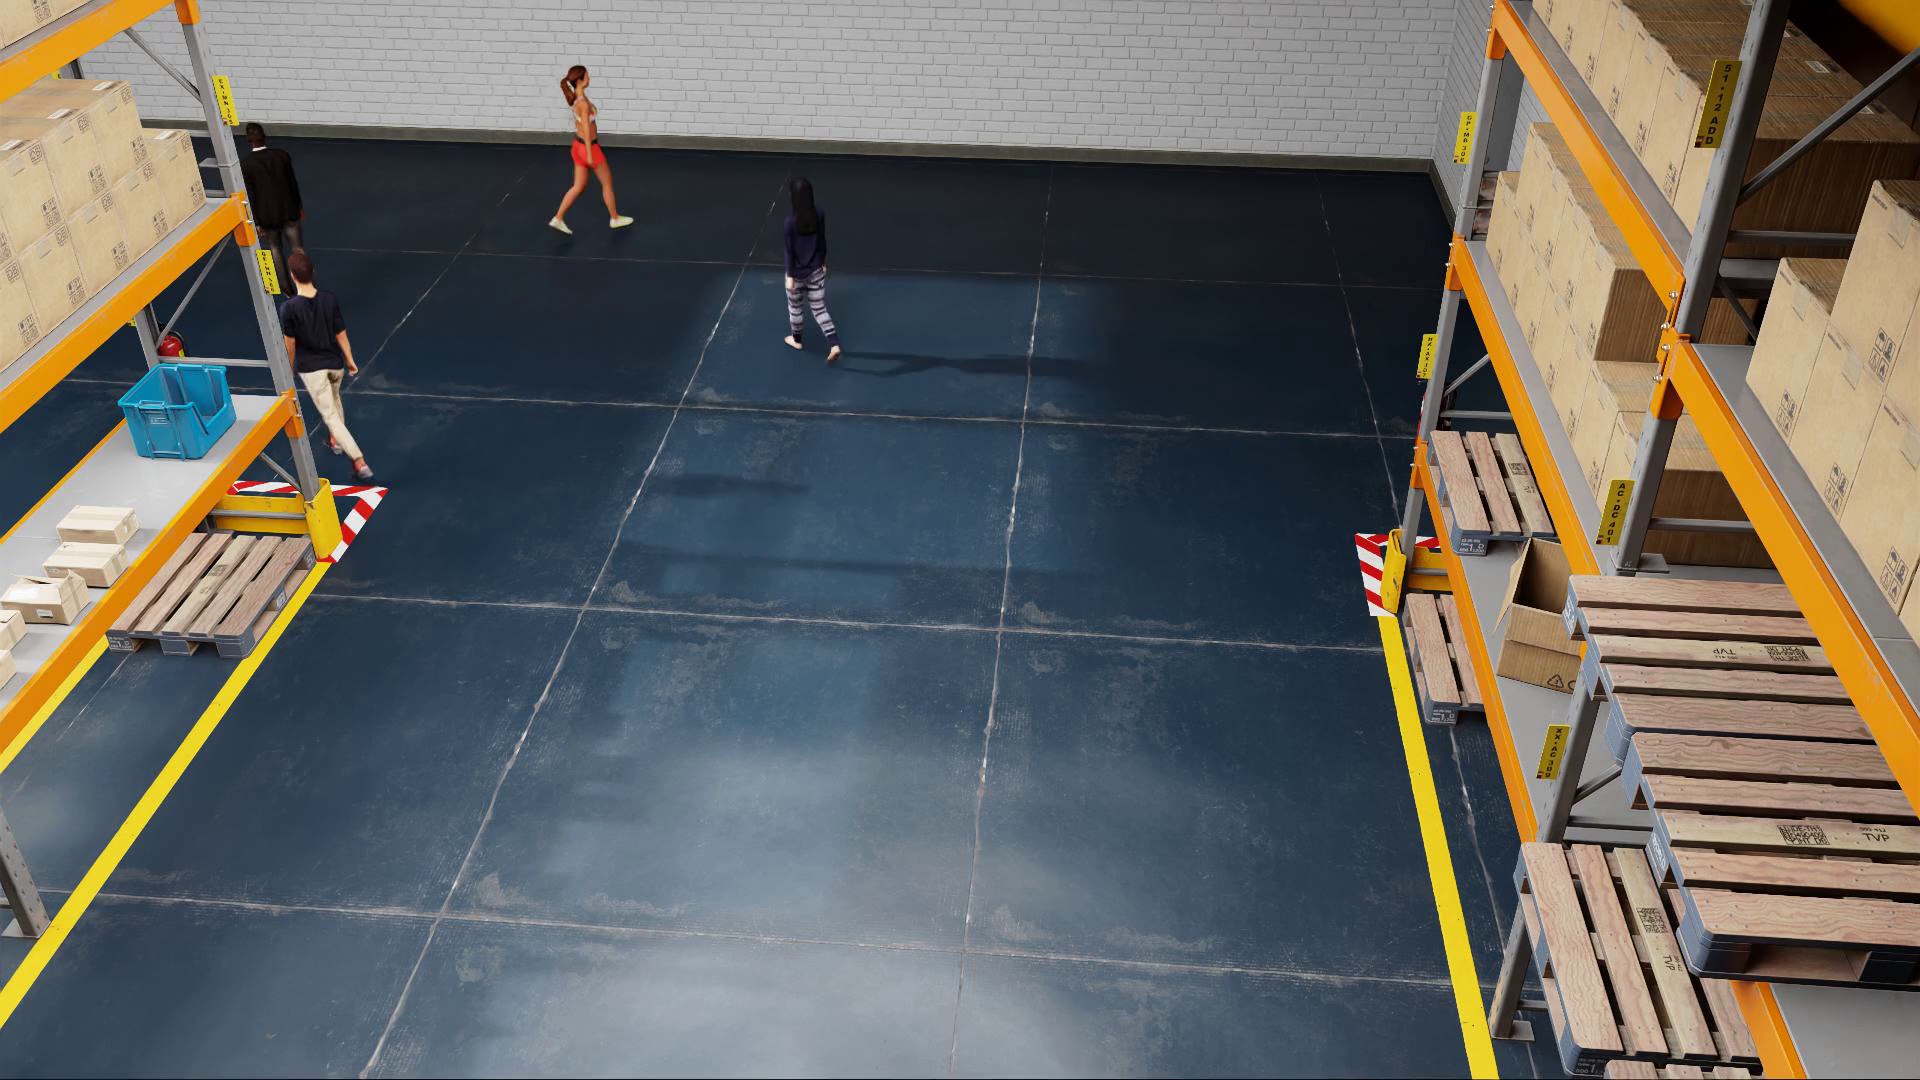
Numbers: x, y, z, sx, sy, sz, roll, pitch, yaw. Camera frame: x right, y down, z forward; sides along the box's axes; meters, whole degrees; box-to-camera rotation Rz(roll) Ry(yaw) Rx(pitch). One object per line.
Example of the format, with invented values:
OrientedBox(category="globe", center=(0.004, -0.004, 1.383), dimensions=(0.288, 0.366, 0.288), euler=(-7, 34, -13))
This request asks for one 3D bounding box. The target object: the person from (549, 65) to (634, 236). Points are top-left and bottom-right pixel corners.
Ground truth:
OrientedBox(category="person", center=(-3.914, -3.957, 17.071), dimensions=(1.092, 1.757, 1.122), euler=(-20, 38, -27))

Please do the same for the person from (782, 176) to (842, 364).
OrientedBox(category="person", center=(-1.322, -2.361, 14.716), dimensions=(1.039, 1.706, 1.111), euler=(-24, 40, -31))

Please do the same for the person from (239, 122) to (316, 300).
OrientedBox(category="person", center=(-6.378, -3.020, 15.644), dimensions=(1.037, 1.777, 1.175), euler=(-18, 38, -25))

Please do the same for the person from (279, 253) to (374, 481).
OrientedBox(category="person", center=(-4.952, -1.307, 13.031), dimensions=(1.096, 1.815, 1.148), euler=(25, 41, 32))
